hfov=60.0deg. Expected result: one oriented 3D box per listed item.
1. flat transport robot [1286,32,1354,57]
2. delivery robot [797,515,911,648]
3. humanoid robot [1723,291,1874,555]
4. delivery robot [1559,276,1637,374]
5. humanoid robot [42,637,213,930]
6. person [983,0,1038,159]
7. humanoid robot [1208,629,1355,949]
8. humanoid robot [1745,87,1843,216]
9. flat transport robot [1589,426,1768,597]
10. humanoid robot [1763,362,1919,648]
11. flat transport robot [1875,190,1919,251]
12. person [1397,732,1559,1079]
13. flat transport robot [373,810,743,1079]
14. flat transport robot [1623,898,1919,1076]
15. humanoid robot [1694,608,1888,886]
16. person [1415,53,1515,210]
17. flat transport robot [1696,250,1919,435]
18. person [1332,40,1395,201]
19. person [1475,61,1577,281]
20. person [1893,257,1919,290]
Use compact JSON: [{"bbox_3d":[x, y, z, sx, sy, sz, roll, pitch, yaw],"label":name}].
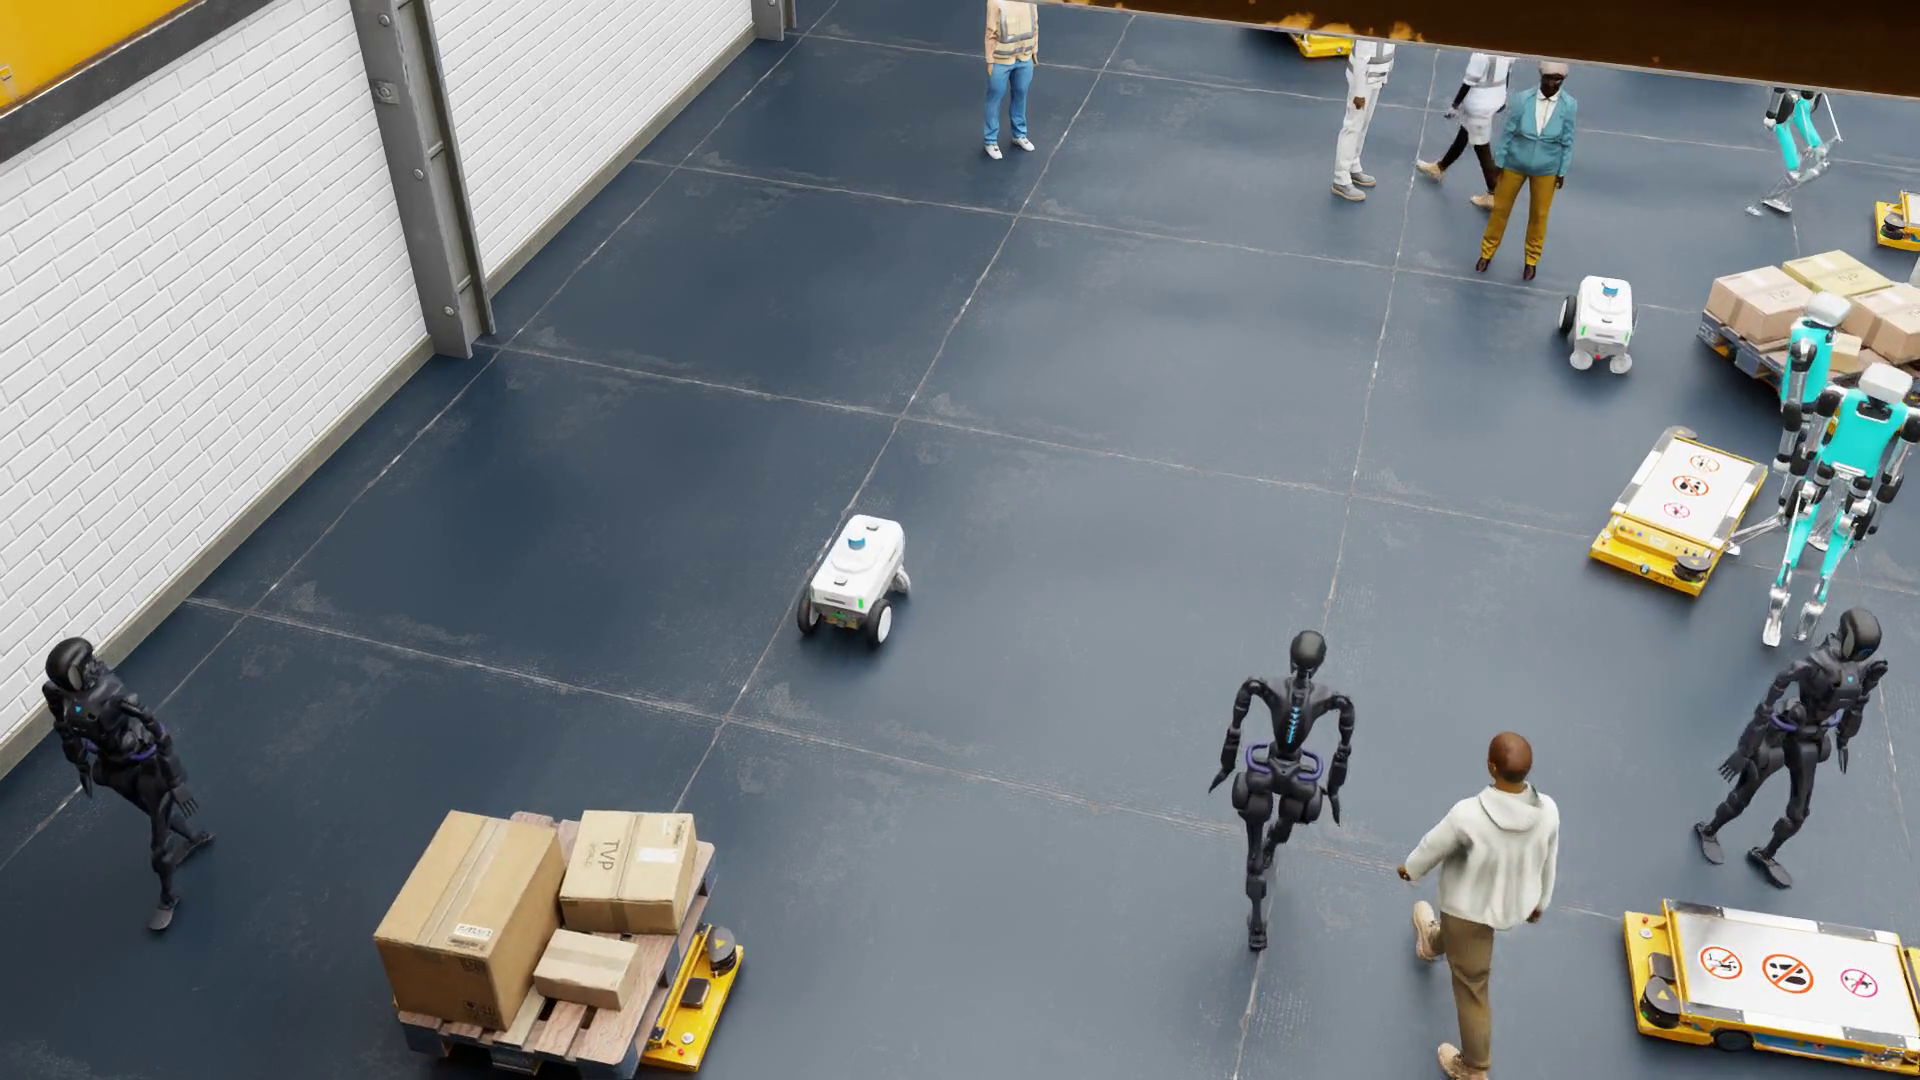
[{"bbox_3d":[3.491,-5.133,16.389,0.659,0.231,1.431,-7,39,-8],"label":"flat transport robot"},{"bbox_3d":[-0.581,0.219,9.505,0.523,0.596,0.767,11,40,14],"label":"delivery robot"},{"bbox_3d":[4.964,-0.533,9.513,0.939,1.770,0.530,23,44,26],"label":"humanoid robot"},{"bbox_3d":[4.522,-1.552,11.710,0.502,0.599,0.770,11,40,13],"label":"delivery robot"},{"bbox_3d":[-3.789,1.045,7.591,0.594,1.630,0.646,7,39,8],"label":"humanoid robot"},{"bbox_3d":[0.423,-4.036,13.868,0.487,1.720,0.379,-19,42,-22],"label":"person"},{"bbox_3d":[1.453,1.079,7.573,0.609,1.624,0.708,7,39,9],"label":"humanoid robot"},{"bbox_3d":[6.615,-3.296,12.950,0.538,1.812,0.678,-21,43,-24],"label":"humanoid robot"},{"bbox_3d":[4.461,-0.206,10.261,0.659,0.231,1.431,24,45,27],"label":"flat transport robot"},{"bbox_3d":[4.617,-0.040,8.896,0.534,1.795,0.761,20,43,23],"label":"humanoid robot"},{"bbox_3d":[7.957,-2.400,12.990,1.431,0.231,0.659,14,41,16],"label":"flat transport robot"},{"bbox_3d":[2.168,1.478,7.010,0.545,1.698,0.975,-6,39,-8],"label":"person"},{"bbox_3d":[-1.772,1.967,7.558,1.431,0.231,0.659,8,39,10],"label":"flat transport robot"},{"bbox_3d":[3.780,2.025,7.485,1.431,0.231,0.659,7,39,9],"label":"flat transport robot"},{"bbox_3d":[3.865,0.922,7.744,0.609,1.641,0.407,-6,39,-8],"label":"humanoid robot"},{"bbox_3d":[4.113,-3.491,13.242,0.870,1.646,0.532,29,47,31],"label":"person"},{"bbox_3d":[5.855,-1.184,11.477,0.659,0.231,1.431,-14,41,-16],"label":"flat transport robot"},{"bbox_3d":[3.267,-3.666,13.277,0.361,1.882,0.573,21,44,24],"label":"person"},{"bbox_3d":[4.195,-2.726,12.221,0.526,1.748,0.348,13,40,15],"label":"person"},{"bbox_3d":[7.228,-2.507,12.026,0.514,1.639,0.313,-9,40,-11],"label":"person"}]
